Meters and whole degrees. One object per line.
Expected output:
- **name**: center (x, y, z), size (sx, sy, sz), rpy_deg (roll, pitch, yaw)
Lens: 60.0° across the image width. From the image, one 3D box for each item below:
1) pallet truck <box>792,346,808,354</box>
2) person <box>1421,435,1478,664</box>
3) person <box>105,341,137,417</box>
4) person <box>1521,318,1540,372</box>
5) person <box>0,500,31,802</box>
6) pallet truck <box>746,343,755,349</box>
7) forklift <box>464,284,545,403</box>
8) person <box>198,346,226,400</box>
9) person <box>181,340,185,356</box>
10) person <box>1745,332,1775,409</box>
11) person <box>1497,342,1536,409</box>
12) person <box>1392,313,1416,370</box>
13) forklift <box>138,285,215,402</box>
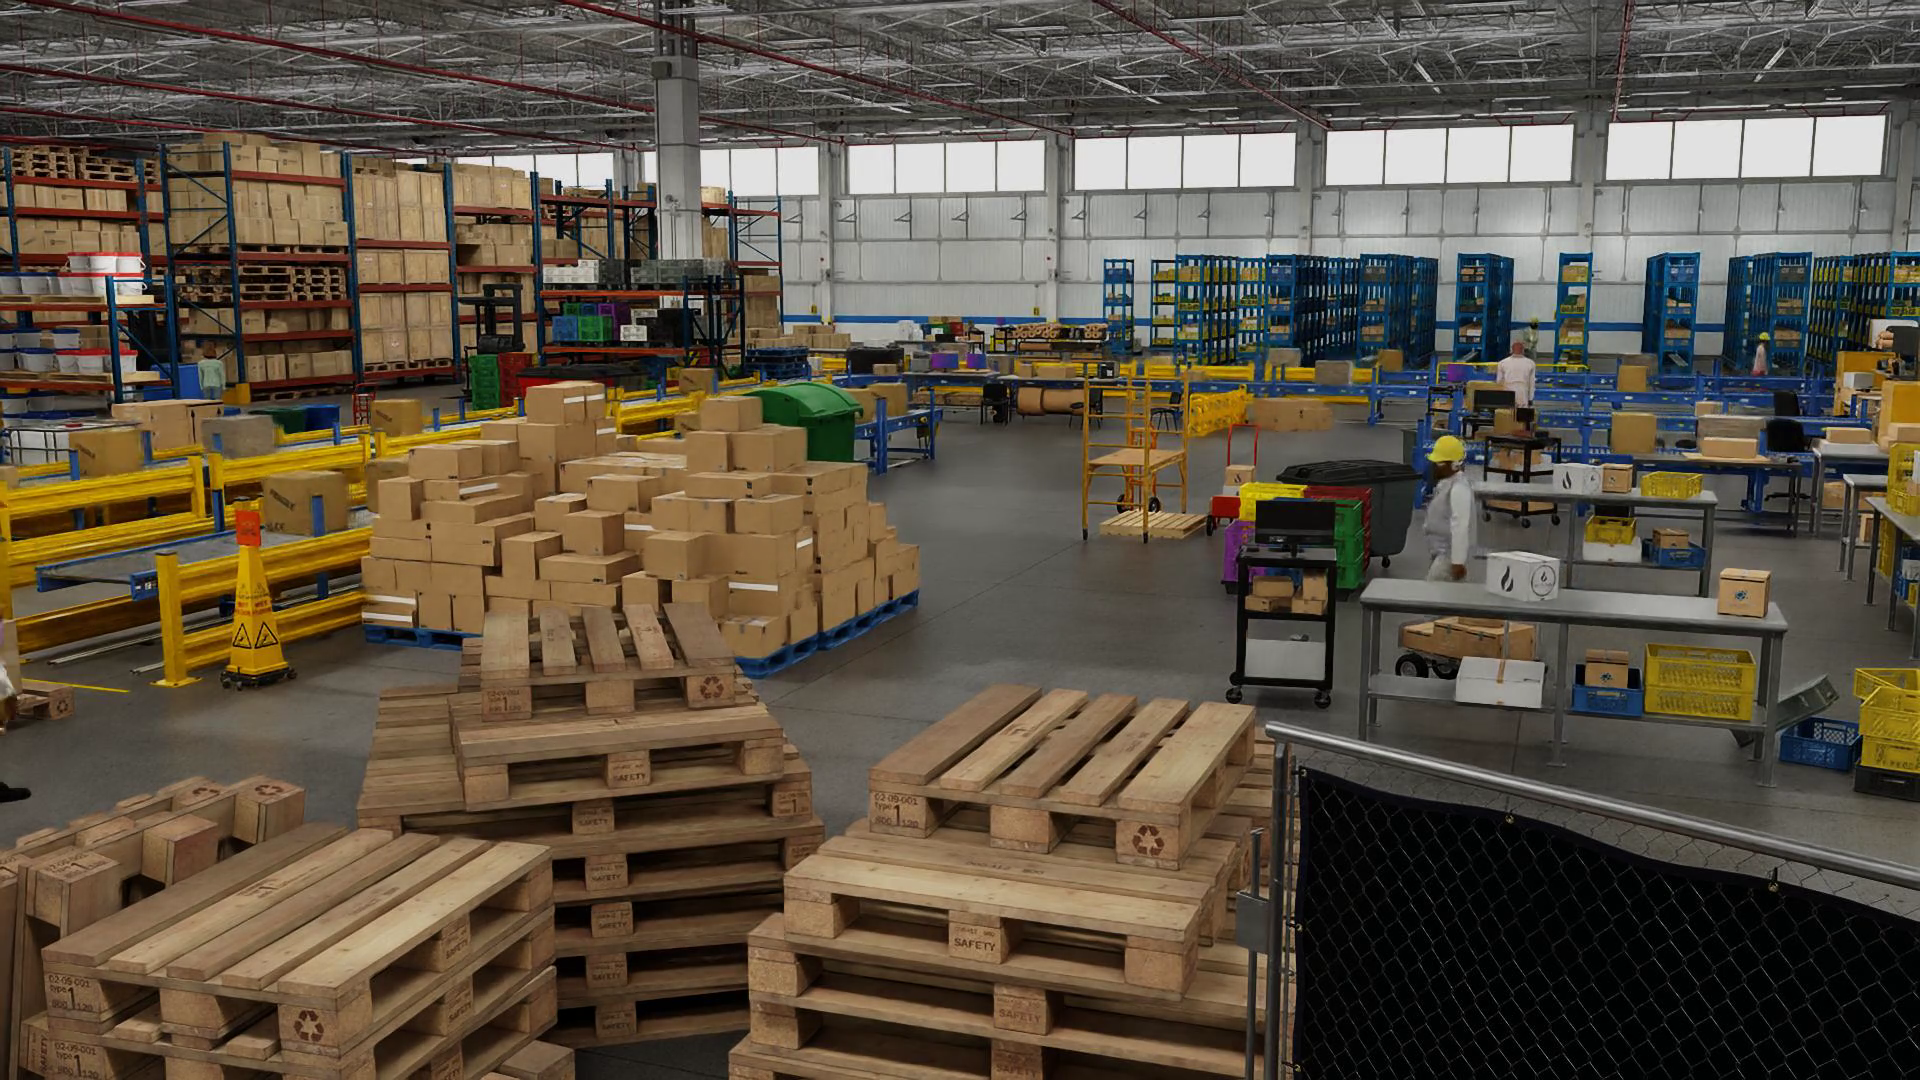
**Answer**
- **pallet truck**: center (-3.705, -4.298, 42.022), size (0.653, 1.274, 1.630), rpy_deg (3, 10, 20)
- **person**: center (3.734, 0.090, 12.882), size (0.633, 1.805, 0.661), rpy_deg (2, 9, 12)
- **person**: center (-14.267, -2.424, 28.312), size (0.388, 1.930, 0.539), rpy_deg (6, 11, 33)
- **person**: center (17.053, -5.761, 49.789), size (0.608, 1.761, 0.961), rpy_deg (-3, 10, -18)
- **person**: center (-5.582, 0.585, 9.432), size (0.444, 1.923, 0.543), rpy_deg (-5, 10, -30)
- **pallet truck**: center (-6.183, -4.618, 44.264), size (1.601, 1.201, 0.680), rpy_deg (-9, 12, -43)
- **forklift**: center (-10.832, -4.702, 39.610), size (1.129, 2.768, 1.873), rpy_deg (3, 10, 20)
- **person**: center (-14.812, -3.021, 32.962), size (0.502, 1.633, 0.280), rpy_deg (-1, 9, -7)
- **person**: center (-19.412, -4.429, 41.022), size (0.666, 1.882, 0.704), rpy_deg (4, 10, 25)
- **person**: center (18.218, -3.818, 37.615), size (0.798, 1.730, 0.542), rpy_deg (4, 10, 21)
- **person**: center (9.577, -2.473, 28.719), size (0.642, 1.897, 0.401), rpy_deg (2, 9, 11)
- **person**: center (13.438, -6.006, 50.741), size (1.028, 1.931, 0.615), rpy_deg (1, 9, 4)
- **forklift**: center (-17.480, -4.200, 36.461), size (1.873, 2.768, 1.129), rpy_deg (3, 10, 19)
